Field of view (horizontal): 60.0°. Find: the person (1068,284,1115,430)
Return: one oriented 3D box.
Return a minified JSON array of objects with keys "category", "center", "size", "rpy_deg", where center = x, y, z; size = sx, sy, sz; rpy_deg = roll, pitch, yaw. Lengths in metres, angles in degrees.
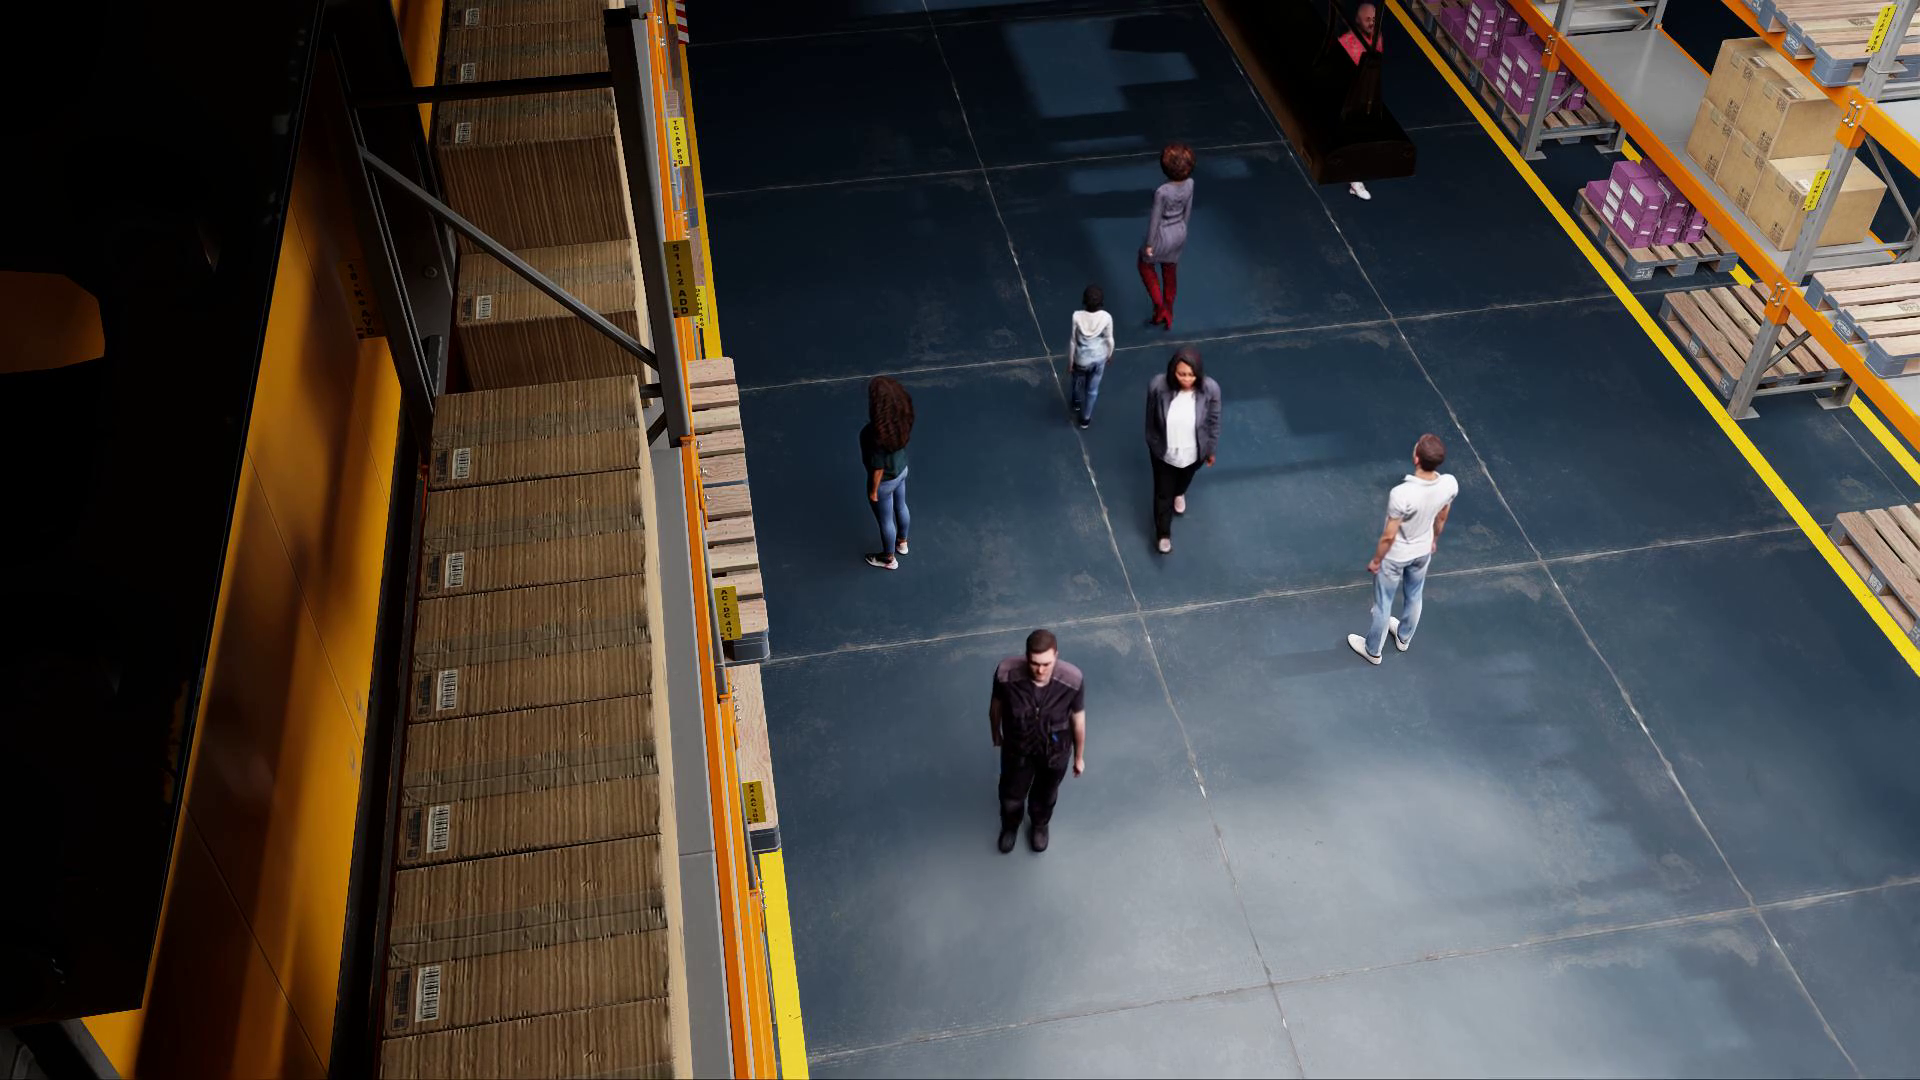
[{"category":"person","center":[0.986,-1.378,12.761],"size":[0.579,1.243,0.700],"rpy_deg":[4,44,4]}]

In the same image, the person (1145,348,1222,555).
[{"category":"person","center":[1.574,-0.727,11.853],"size":[0.816,1.553,1.108],"rpy_deg":[1,44,1]}]

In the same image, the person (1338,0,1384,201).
[{"category":"person","center":[3.510,-4.093,15.215],"size":[0.662,1.790,1.034],"rpy_deg":[-6,44,-7]}]

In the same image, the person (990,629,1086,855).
[{"category":"person","center":[0.452,1.117,9.713],"size":[0.772,1.835,0.713],"rpy_deg":[2,44,2]}]

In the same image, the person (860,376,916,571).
[{"category":"person","center":[-0.500,-0.467,11.534],"size":[0.775,1.617,0.706],"rpy_deg":[22,48,21]}]

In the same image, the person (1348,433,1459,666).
[{"category":"person","center":[2.899,0.070,10.801],"size":[0.702,1.851,0.627],"rpy_deg":[-17,46,-17]}]

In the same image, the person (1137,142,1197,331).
[{"category":"person","center":[1.730,-2.395,13.500],"size":[0.709,1.696,0.738],"rpy_deg":[-24,48,-23]}]
